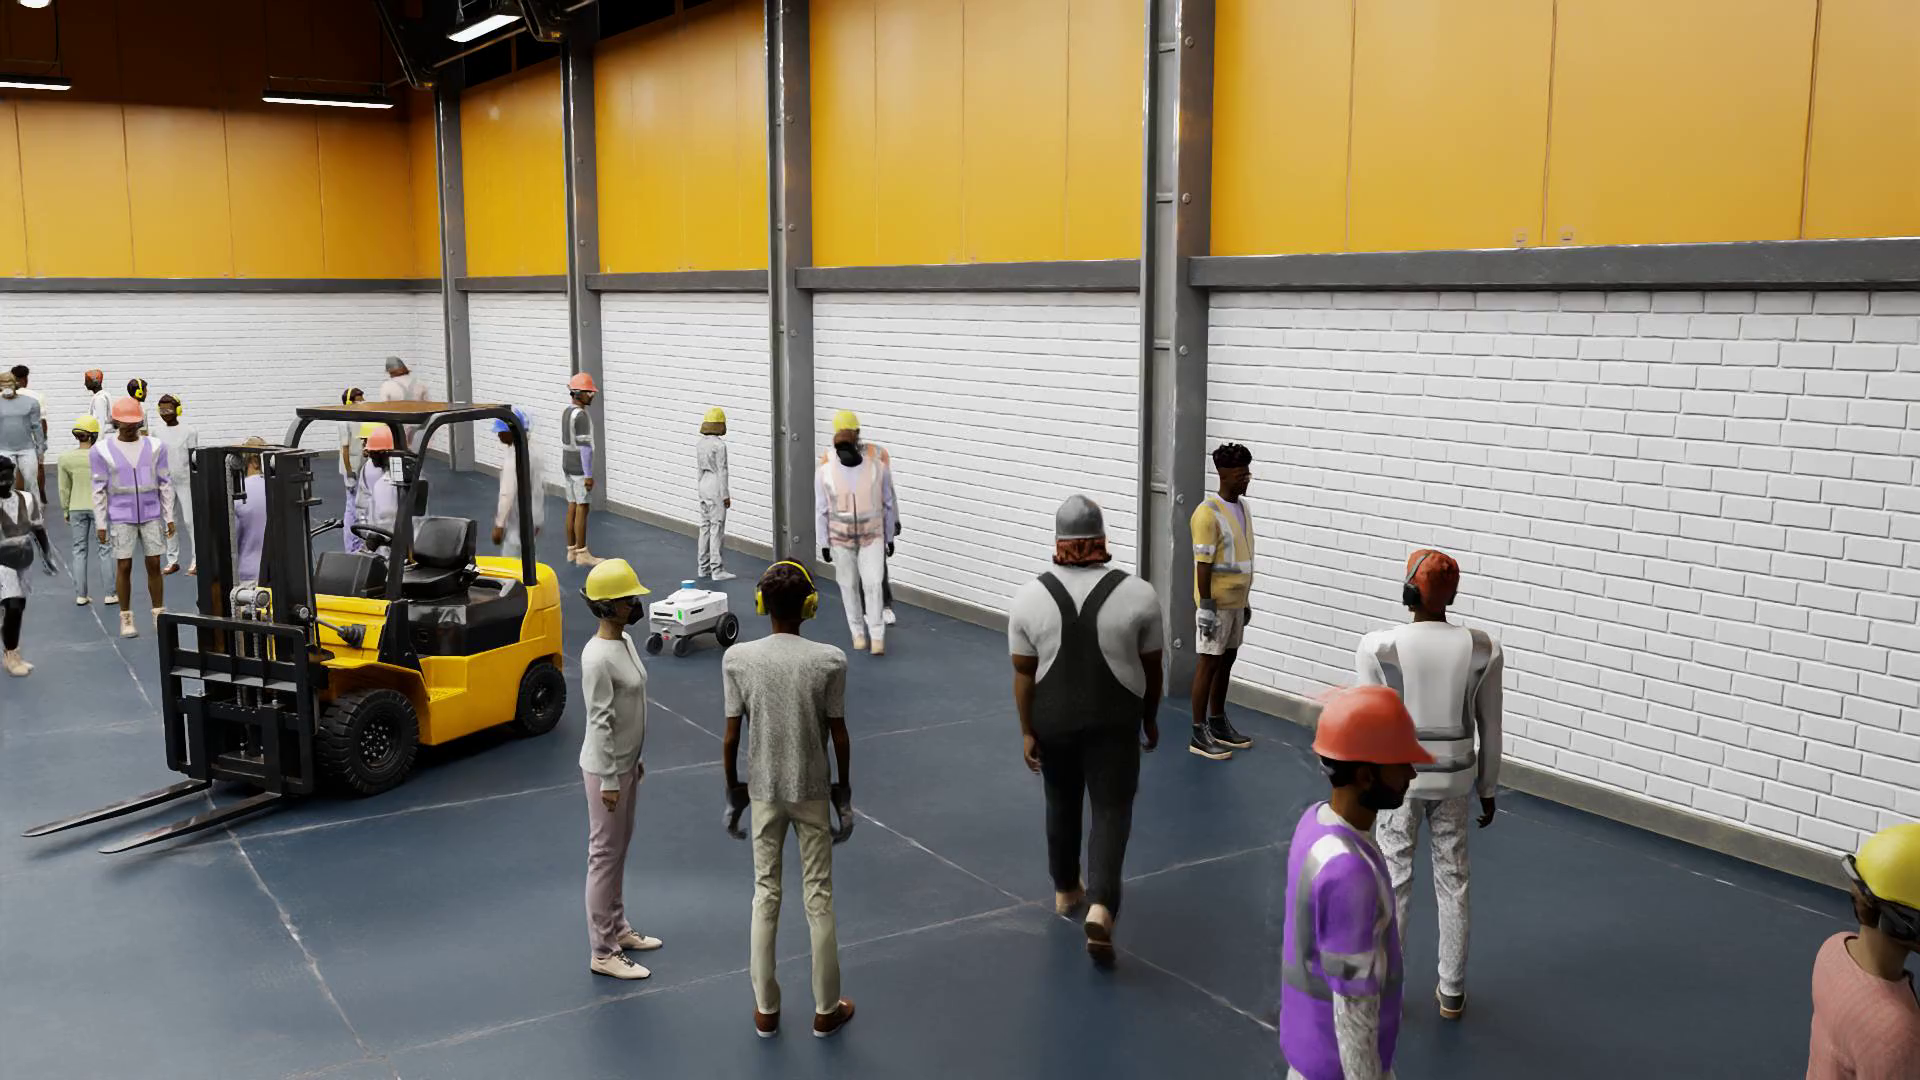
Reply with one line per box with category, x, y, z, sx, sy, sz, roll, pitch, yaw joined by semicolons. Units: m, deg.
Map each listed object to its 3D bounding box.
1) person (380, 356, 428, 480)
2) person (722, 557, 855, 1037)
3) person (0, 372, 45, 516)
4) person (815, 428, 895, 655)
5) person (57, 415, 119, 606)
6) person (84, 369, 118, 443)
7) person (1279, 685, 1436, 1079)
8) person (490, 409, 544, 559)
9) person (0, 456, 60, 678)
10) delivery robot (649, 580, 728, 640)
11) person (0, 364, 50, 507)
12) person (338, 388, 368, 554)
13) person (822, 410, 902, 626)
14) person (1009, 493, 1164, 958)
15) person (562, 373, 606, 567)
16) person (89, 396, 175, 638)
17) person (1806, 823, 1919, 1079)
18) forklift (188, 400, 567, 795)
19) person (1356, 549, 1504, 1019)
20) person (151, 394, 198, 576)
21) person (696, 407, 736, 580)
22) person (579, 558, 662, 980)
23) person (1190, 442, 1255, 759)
person;-7.883;-1.631;23.595;0.632;2.000;0.719;8;11;42
person;-0.666;0.998;6.451;0.521;1.873;0.336;1;8;6
person;-11.497;-1.073;20.232;0.635;1.928;0.381;-5;10;-31
person;-0.828;0.029;13.208;0.639;1.807;0.833;0;8;-3
person;-8.012;-0.271;15.354;0.533;1.768;0.310;-1;8;-4
person;-11.392;-1.326;22.092;0.359;1.880;0.577;-3;9;-20
person;0.980;1.304;4.336;0.973;1.894;0.557;2;9;11
person;-3.771;-0.165;14.087;0.502;1.924;0.633;0;8;-2
person;-7.100;0.200;12.488;0.559;1.669;0.544;3;9;20
delivery robot;-2.189;0.571;13.426;0.477;0.478;0.707;4;9;26
person;-12.468;-1.362;22.161;0.609;1.933;0.786;-4;9;-23
person;-6.489;-0.699;17.882;0.327;1.874;0.520;-1;8;-5
person;-0.834;-0.180;14.329;0.688;1.881;0.534;-1;8;-7
person;0.554;0.774;7.390;0.679;2.000;0.959;2;9;12
person;-3.999;-0.740;17.591;0.394;2.040;0.609;-5;10;-30
person;-6.908;-0.190;13.930;0.611;2.032;0.411;-7;11;-38
person;2.011;1.468;3.675;0.336;1.757;0.532;2;9;14
forklift;-3.529;0.258;10.348;1.214;2.155;2.313;4;9;25
person;1.841;0.968;6.598;0.584;1.884;0.347;1;8;4
person;-8.002;-0.560;16.996;0.512;1.862;0.322;1;8;6
person;-2.473;-0.471;16.822;0.320;1.737;0.487;-7;11;-38
person;-1.452;0.957;7.068;0.303;1.772;0.522;0;8;0
person;1.653;0.365;10.389;0.363;1.963;0.612;6;10;34
